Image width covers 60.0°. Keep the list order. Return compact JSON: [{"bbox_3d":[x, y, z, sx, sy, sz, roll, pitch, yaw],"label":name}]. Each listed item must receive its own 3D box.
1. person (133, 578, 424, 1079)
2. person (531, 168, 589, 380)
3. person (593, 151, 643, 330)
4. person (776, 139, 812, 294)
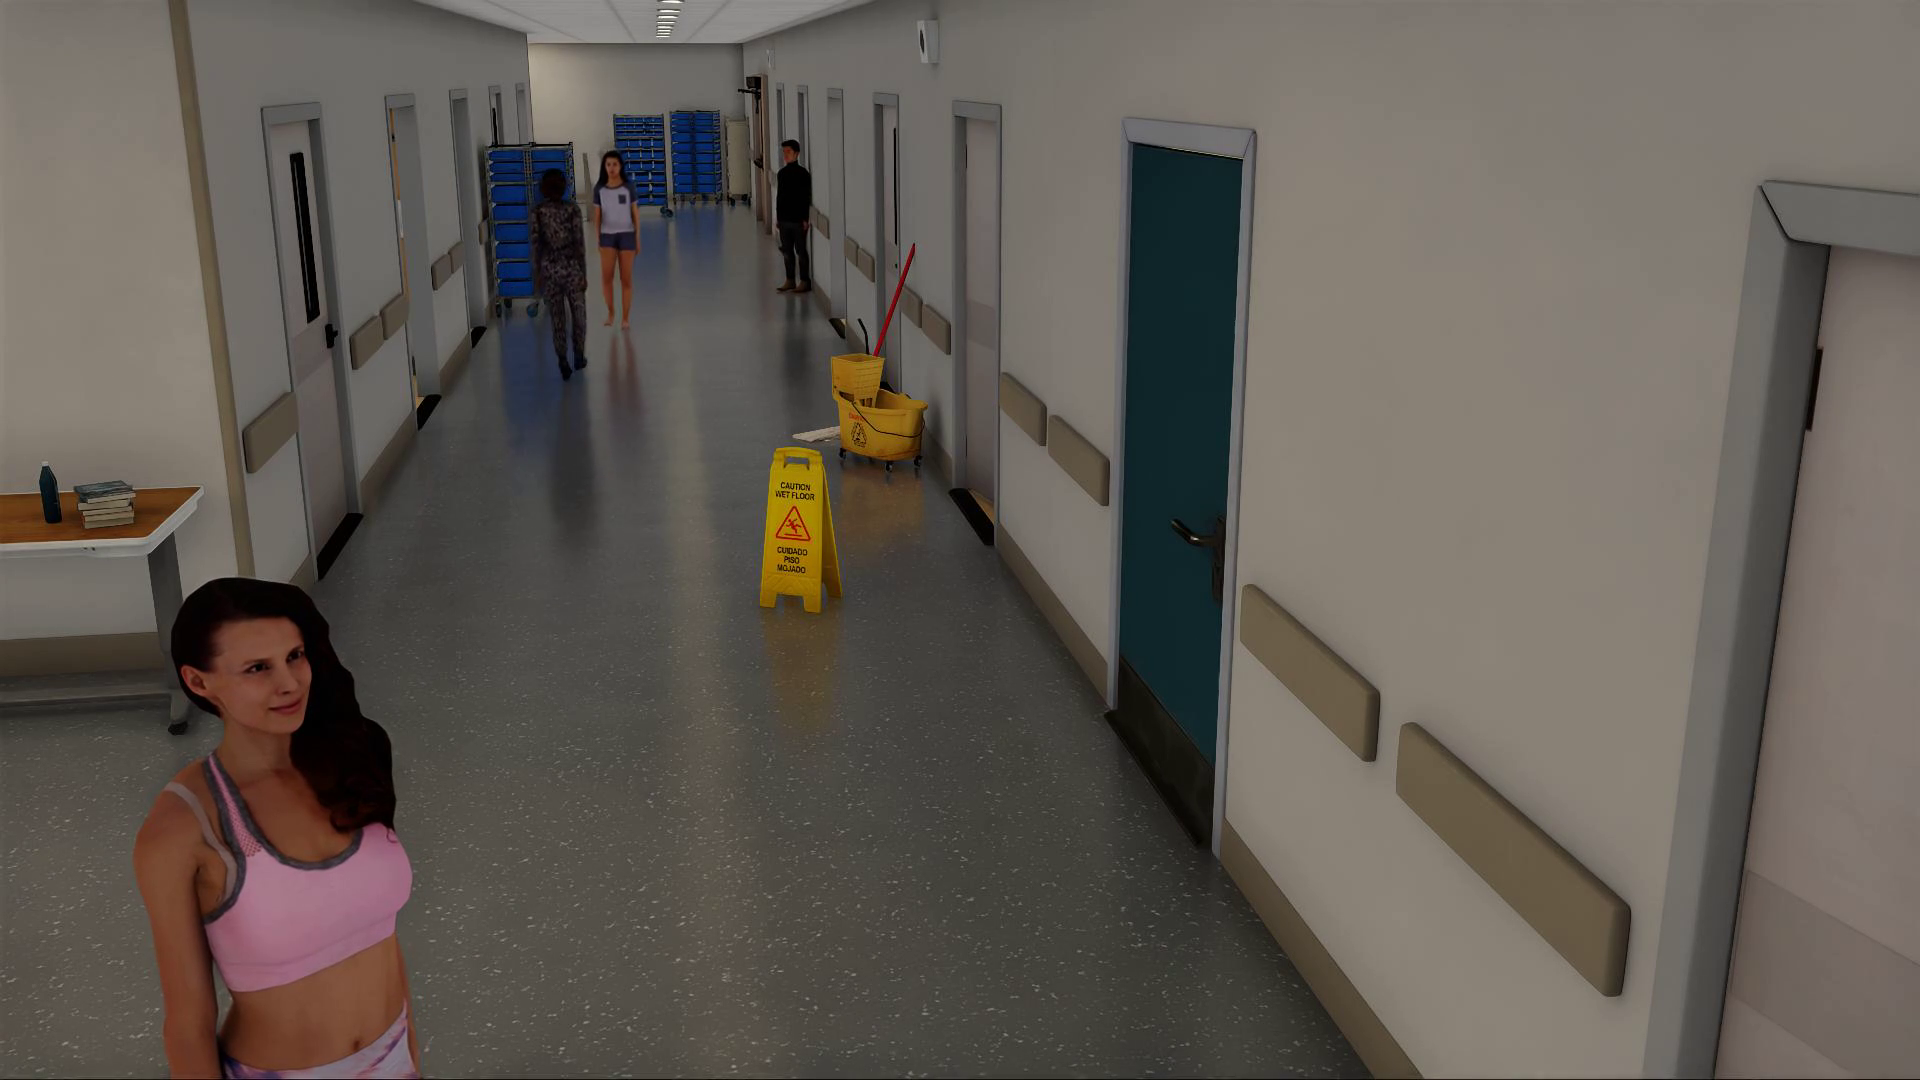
[{"bbox_3d":[-1.024,0.904,2.625,0.737,1.767,0.664,9,18,29],"label":"person"},{"bbox_3d":[-3.280,-2.162,13.624,0.619,1.699,0.815,-2,16,-5],"label":"person"},{"bbox_3d":[-3.354,-2.941,16.342,0.585,1.723,0.562,-3,16,-11],"label":"person"},{"bbox_3d":[-1.913,-3.728,19.134,0.694,1.723,0.777,13,20,38],"label":"person"}]
